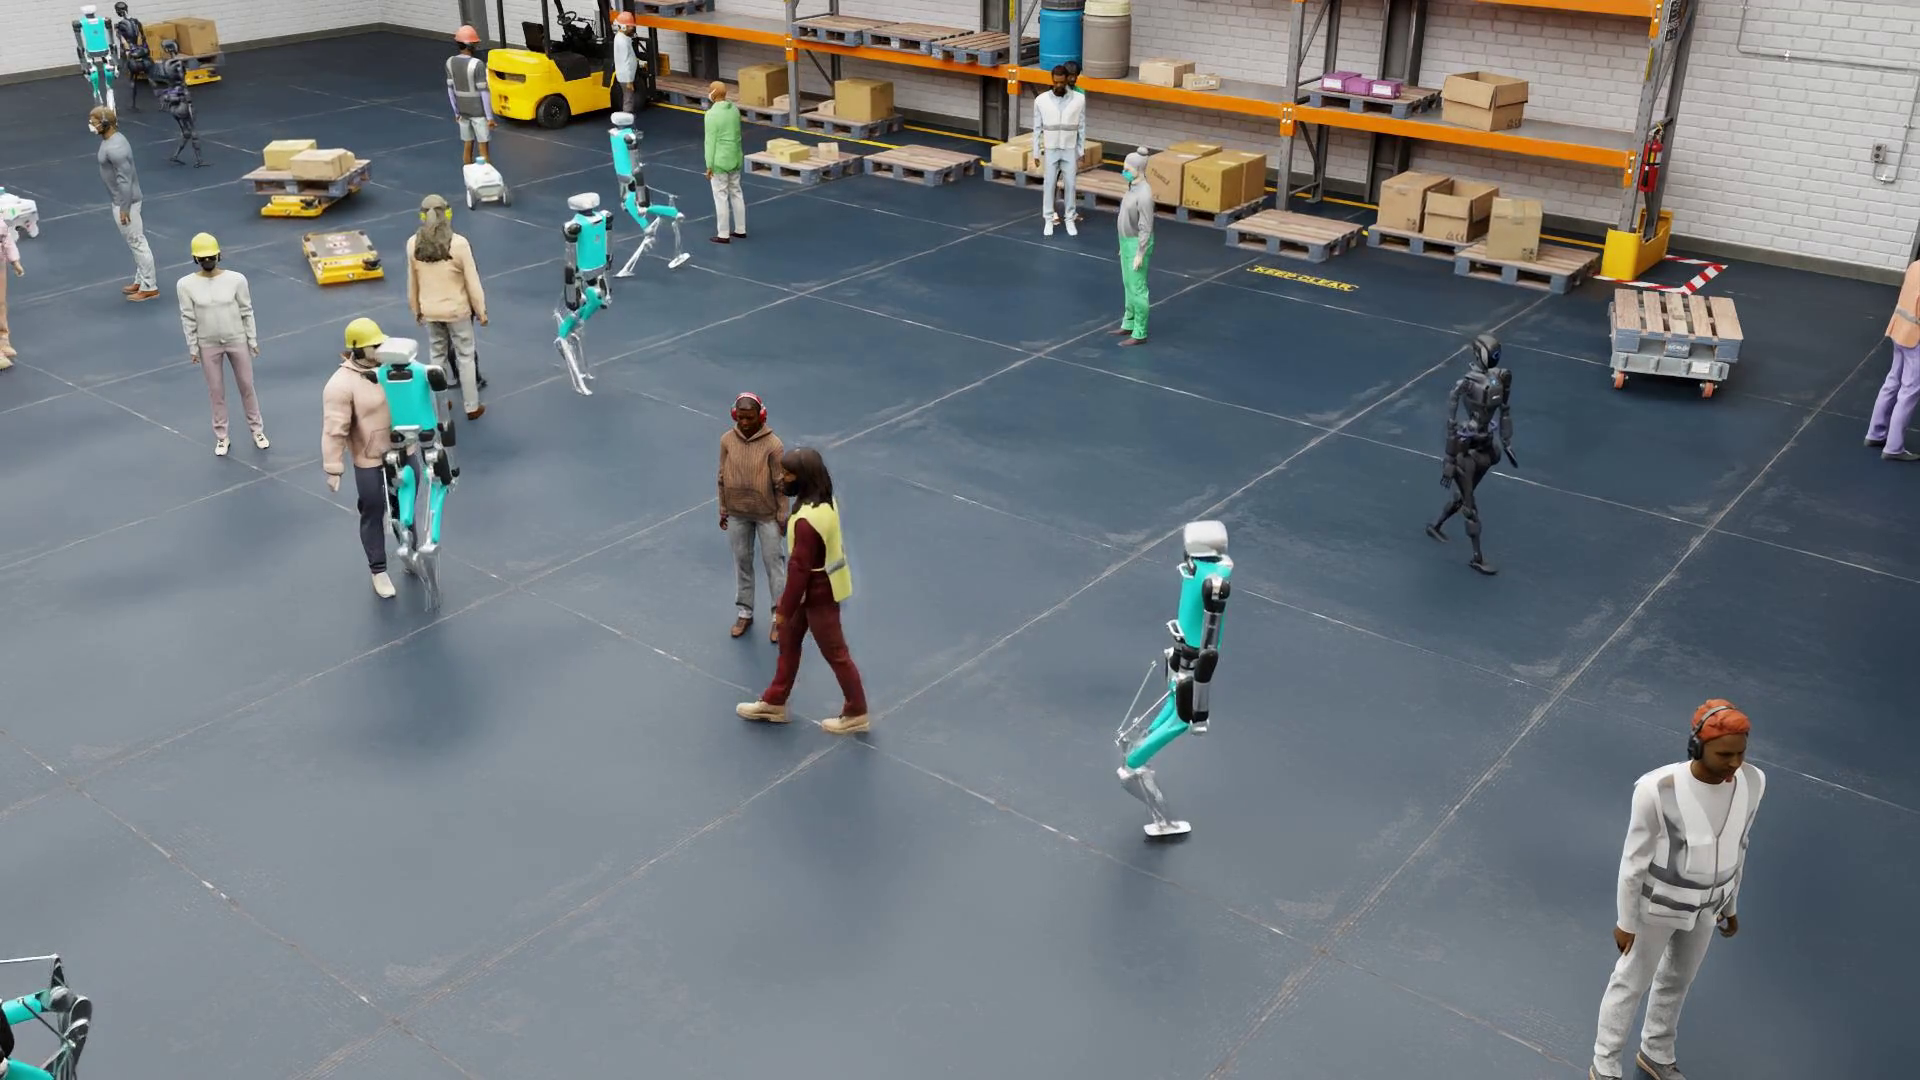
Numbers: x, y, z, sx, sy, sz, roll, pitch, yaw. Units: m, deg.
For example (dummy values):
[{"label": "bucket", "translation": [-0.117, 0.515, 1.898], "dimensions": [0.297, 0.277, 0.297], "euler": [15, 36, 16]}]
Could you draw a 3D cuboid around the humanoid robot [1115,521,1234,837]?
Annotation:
[{"label": "humanoid robot", "translation": [0.990, 0.773, 8.328], "dimensions": [0.666, 1.829, 0.551], "euler": [-2, 26, -4]}]

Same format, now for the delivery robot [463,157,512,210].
[{"label": "delivery robot", "translation": [-5.796, -4.347, 20.247], "dimensions": [0.499, 0.597, 0.798], "euler": [-12, 28, -24]}]

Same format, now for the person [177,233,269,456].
[{"label": "person", "translation": [-5.772, -1.537, 13.028], "dimensions": [0.524, 1.772, 0.307], "euler": [-12, 28, -23]}]

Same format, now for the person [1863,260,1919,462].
[{"label": "person", "translation": [7.404, -1.512, 12.901], "dimensions": [0.380, 1.837, 0.562], "euler": [0, 26, 0]}]

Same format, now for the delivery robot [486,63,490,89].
[{"label": "delivery robot", "translation": [-7.349, -7.148, 26.058], "dimensions": [0.499, 0.606, 0.809], "euler": [2, 26, 3]}]

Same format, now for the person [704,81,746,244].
[{"label": "person", "translation": [-2.627, -4.211, 18.568], "dimensions": [0.388, 1.778, 0.535], "euler": [16, 30, 29]}]

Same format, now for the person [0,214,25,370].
[{"label": "person", "translation": [-8.688, -2.421, 14.886], "dimensions": [0.828, 1.744, 0.520], "euler": [19, 32, 34]}]

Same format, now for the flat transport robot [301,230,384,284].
[{"label": "flat transport robot", "translation": [-6.662, -3.058, 17.904], "dimensions": [0.659, 0.231, 1.431], "euler": [-12, 28, -23]}]

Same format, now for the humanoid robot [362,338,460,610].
[{"label": "humanoid robot", "translation": [-3.526, -0.318, 10.676], "dimensions": [0.535, 1.882, 0.724], "euler": [0, 26, -1]}]

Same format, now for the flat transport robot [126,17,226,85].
[{"label": "flat transport robot", "translation": [-12.981, -7.728, 27.574], "dimensions": [1.431, 0.231, 0.659], "euler": [16, 30, 30]}]

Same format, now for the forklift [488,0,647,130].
[{"label": "forklift", "translation": [-5.874, -7.334, 24.552], "dimensions": [1.214, 2.155, 2.313], "euler": [19, 32, 34]}]

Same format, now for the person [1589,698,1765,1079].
[{"label": "person", "translation": [2.877, 1.476, 6.661], "dimensions": [0.574, 1.882, 0.356], "euler": [-7, 27, -15]}]

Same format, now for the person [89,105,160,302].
[{"label": "person", "translation": [-8.350, -3.357, 16.605], "dimensions": [0.373, 1.939, 0.628], "euler": [-14, 29, -26]}]

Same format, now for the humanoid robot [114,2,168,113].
[{"label": "humanoid robot", "translation": [-12.376, -7.250, 25.008], "dimensions": [0.726, 1.624, 0.610], "euler": [7, 27, 14]}]

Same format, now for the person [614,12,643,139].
[{"label": "person", "translation": [-4.669, -6.543, 23.427], "dimensions": [0.351, 1.738, 0.575], "euler": [-5, 26, -11]}]

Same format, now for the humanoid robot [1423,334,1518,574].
[{"label": "humanoid robot", "translation": [3.516, -0.627, 11.317], "dimensions": [0.599, 1.631, 0.794], "euler": [-13, 29, -25]}]

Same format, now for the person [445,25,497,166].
[{"label": "person", "translation": [-5.963, -5.262, 20.432], "dimensions": [0.609, 2.042, 0.393], "euler": [13, 29, 26]}]

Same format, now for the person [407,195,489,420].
[{"label": "person", "translation": [-4.209, -1.893, 13.662], "dimensions": [0.600, 1.864, 0.398], "euler": [4, 26, 8]}]

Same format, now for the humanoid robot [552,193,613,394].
[{"label": "humanoid robot", "translation": [-3.351, -2.120, 14.315], "dimensions": [0.803, 1.804, 0.530], "euler": [15, 29, 27]}]

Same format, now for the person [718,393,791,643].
[{"label": "person", "translation": [-1.263, -0.154, 10.306], "dimensions": [0.462, 1.648, 0.327], "euler": [6, 27, 13]}]

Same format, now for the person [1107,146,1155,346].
[{"label": "person", "translation": [1.609, -2.722, 15.387], "dimensions": [0.341, 1.853, 0.510], "euler": [-5, 26, -10]}]

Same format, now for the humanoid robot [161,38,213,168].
[{"label": "humanoid robot", "translation": [-10.297, -5.746, 21.865], "dimensions": [0.588, 1.630, 0.442], "euler": [22, 33, 38]}]

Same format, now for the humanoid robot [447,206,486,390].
[{"label": "humanoid robot", "translation": [-4.355, -2.101, 14.301], "dimensions": [0.592, 1.650, 0.325], "euler": [7, 27, 15]}]

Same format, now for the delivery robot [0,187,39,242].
[{"label": "delivery robot", "translation": [-10.896, -3.702, 18.931], "dimensions": [0.786, 0.614, 0.525], "euler": [11, 28, 21]}]

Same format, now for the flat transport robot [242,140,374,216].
[{"label": "flat transport robot", "translation": [-7.916, -4.221, 20.313], "dimensions": [0.659, 0.231, 1.431], "euler": [2, 26, 4]}]

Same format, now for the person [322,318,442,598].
[{"label": "person", "translation": [-3.798, -0.561, 10.891], "dimensions": [0.398, 1.868, 0.815], "euler": [20, 32, 35]}]

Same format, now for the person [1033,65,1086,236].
[{"label": "person", "translation": [1.119, -4.411, 18.827], "dimensions": [0.601, 1.906, 0.413], "euler": [-1, 26, -3]}]

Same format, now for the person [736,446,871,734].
[{"label": "person", "translation": [-0.909, 0.311, 9.243], "dimensions": [0.865, 1.735, 0.486], "euler": [-2, 26, -5]}]

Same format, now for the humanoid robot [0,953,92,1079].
[{"label": "humanoid robot", "translation": [-3.631, 1.747, 6.246], "dimensions": [0.548, 1.728, 1.001], "euler": [16, 30, 30]}]

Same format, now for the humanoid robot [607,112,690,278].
[{"label": "humanoid robot", "translation": [-3.208, -3.614, 17.426], "dimensions": [1.029, 1.777, 0.542], "euler": [-17, 31, -31]}]

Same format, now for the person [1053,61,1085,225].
[{"label": "person", "translation": [1.227, -4.626, 19.336], "dimensions": [0.494, 1.849, 0.396], "euler": [-15, 29, -27]}]

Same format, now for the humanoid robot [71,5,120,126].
[{"label": "humanoid robot", "translation": [-12.485, -6.797, 24.052], "dimensions": [0.532, 1.876, 0.832], "euler": [-21, 33, -37]}]
